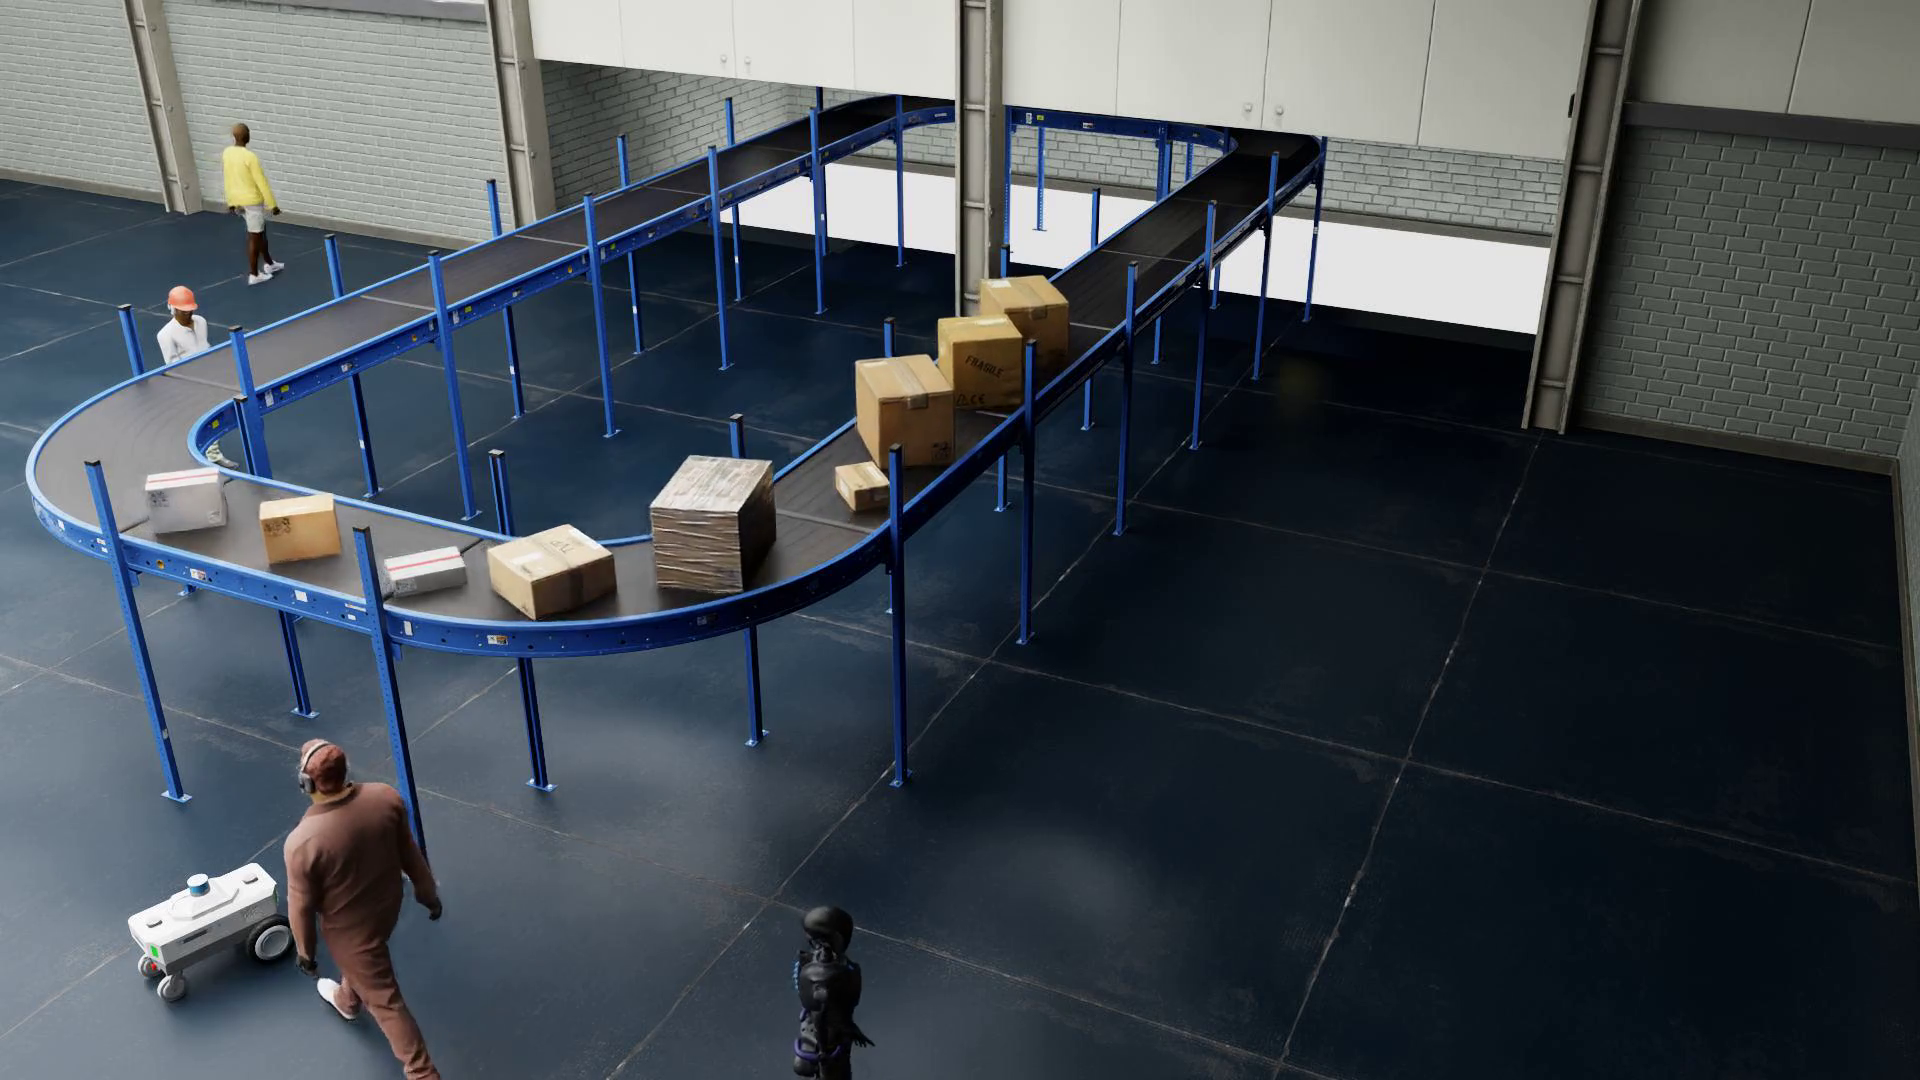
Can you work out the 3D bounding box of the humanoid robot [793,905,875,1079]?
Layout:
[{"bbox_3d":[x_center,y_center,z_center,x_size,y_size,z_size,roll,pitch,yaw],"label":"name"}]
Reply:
[{"bbox_3d":[-0.559,2.283,7.301,0.402,1.654,0.589,1,26,3],"label":"humanoid robot"}]

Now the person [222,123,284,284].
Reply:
[{"bbox_3d":[-8.346,-4.032,19.787,0.589,1.873,0.770,14,29,25],"label":"person"}]

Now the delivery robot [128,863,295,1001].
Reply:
[{"bbox_3d":[-4.036,2.074,8.997,0.803,0.614,0.499,-24,35,-39],"label":"delivery robot"}]

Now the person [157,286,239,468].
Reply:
[{"bbox_3d":[-6.695,-1.388,14.604,0.336,1.748,0.562,6,27,12],"label":"person"}]

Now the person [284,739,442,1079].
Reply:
[{"bbox_3d":[-2.939,1.808,8.085,1.122,1.827,0.657,13,29,25],"label":"person"}]
